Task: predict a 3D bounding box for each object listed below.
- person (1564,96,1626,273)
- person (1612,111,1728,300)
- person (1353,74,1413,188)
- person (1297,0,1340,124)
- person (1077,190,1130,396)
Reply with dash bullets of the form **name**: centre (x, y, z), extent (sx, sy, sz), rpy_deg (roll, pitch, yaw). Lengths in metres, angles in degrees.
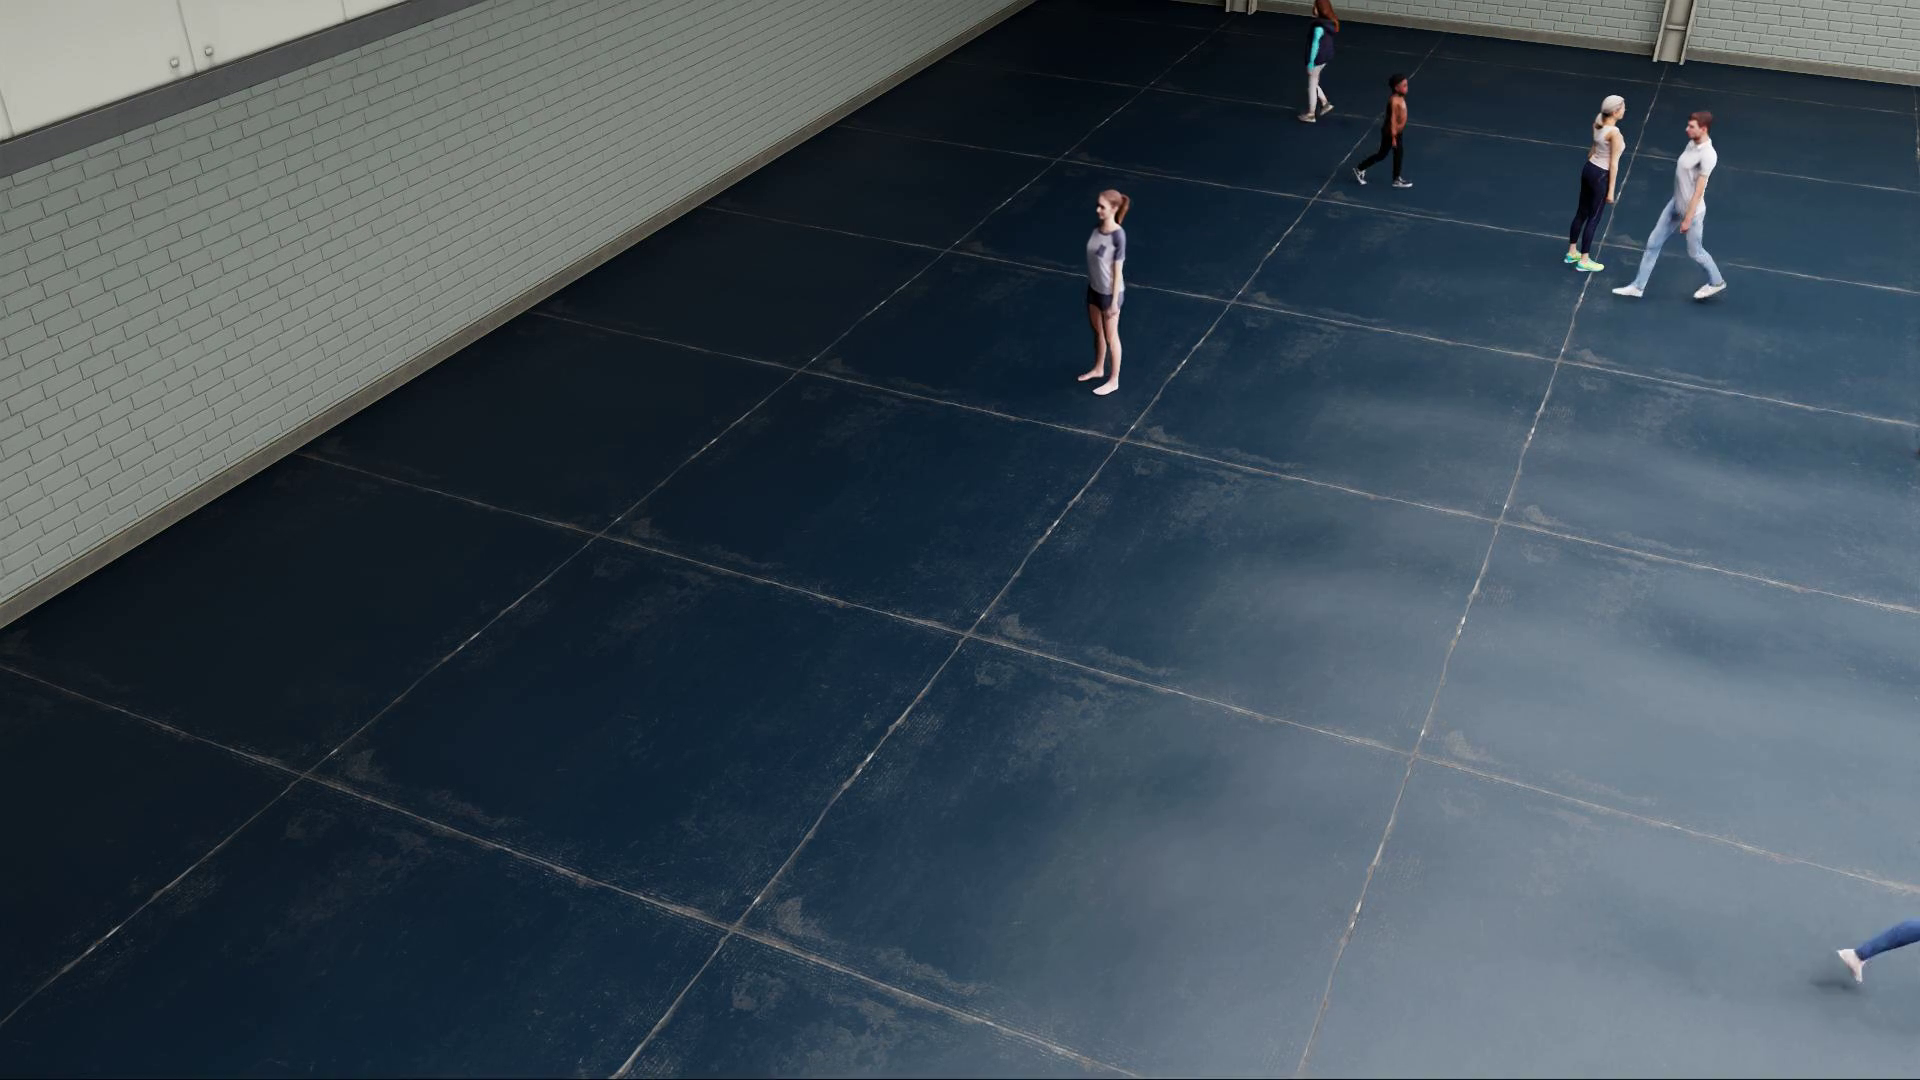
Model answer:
- **person**: centre (6.165, -3.467, 16.115), extent (0.712, 1.703, 0.679), rpy_deg (-6, 33, -10)
- **person**: centre (6.790, -3.017, 15.305), extent (1.345, 1.806, 1.059), rpy_deg (-1, 32, -1)
- **person**: centre (4.635, -4.444, 18.101), extent (0.873, 1.237, 0.538), rpy_deg (16, 36, 23)
- **person**: centre (4.342, -5.741, 19.915), extent (0.644, 1.495, 0.581), rpy_deg (13, 34, 19)
- **person**: centre (1.223, -2.079, 13.857), extent (0.724, 1.765, 0.654), rpy_deg (-13, 35, -20)
